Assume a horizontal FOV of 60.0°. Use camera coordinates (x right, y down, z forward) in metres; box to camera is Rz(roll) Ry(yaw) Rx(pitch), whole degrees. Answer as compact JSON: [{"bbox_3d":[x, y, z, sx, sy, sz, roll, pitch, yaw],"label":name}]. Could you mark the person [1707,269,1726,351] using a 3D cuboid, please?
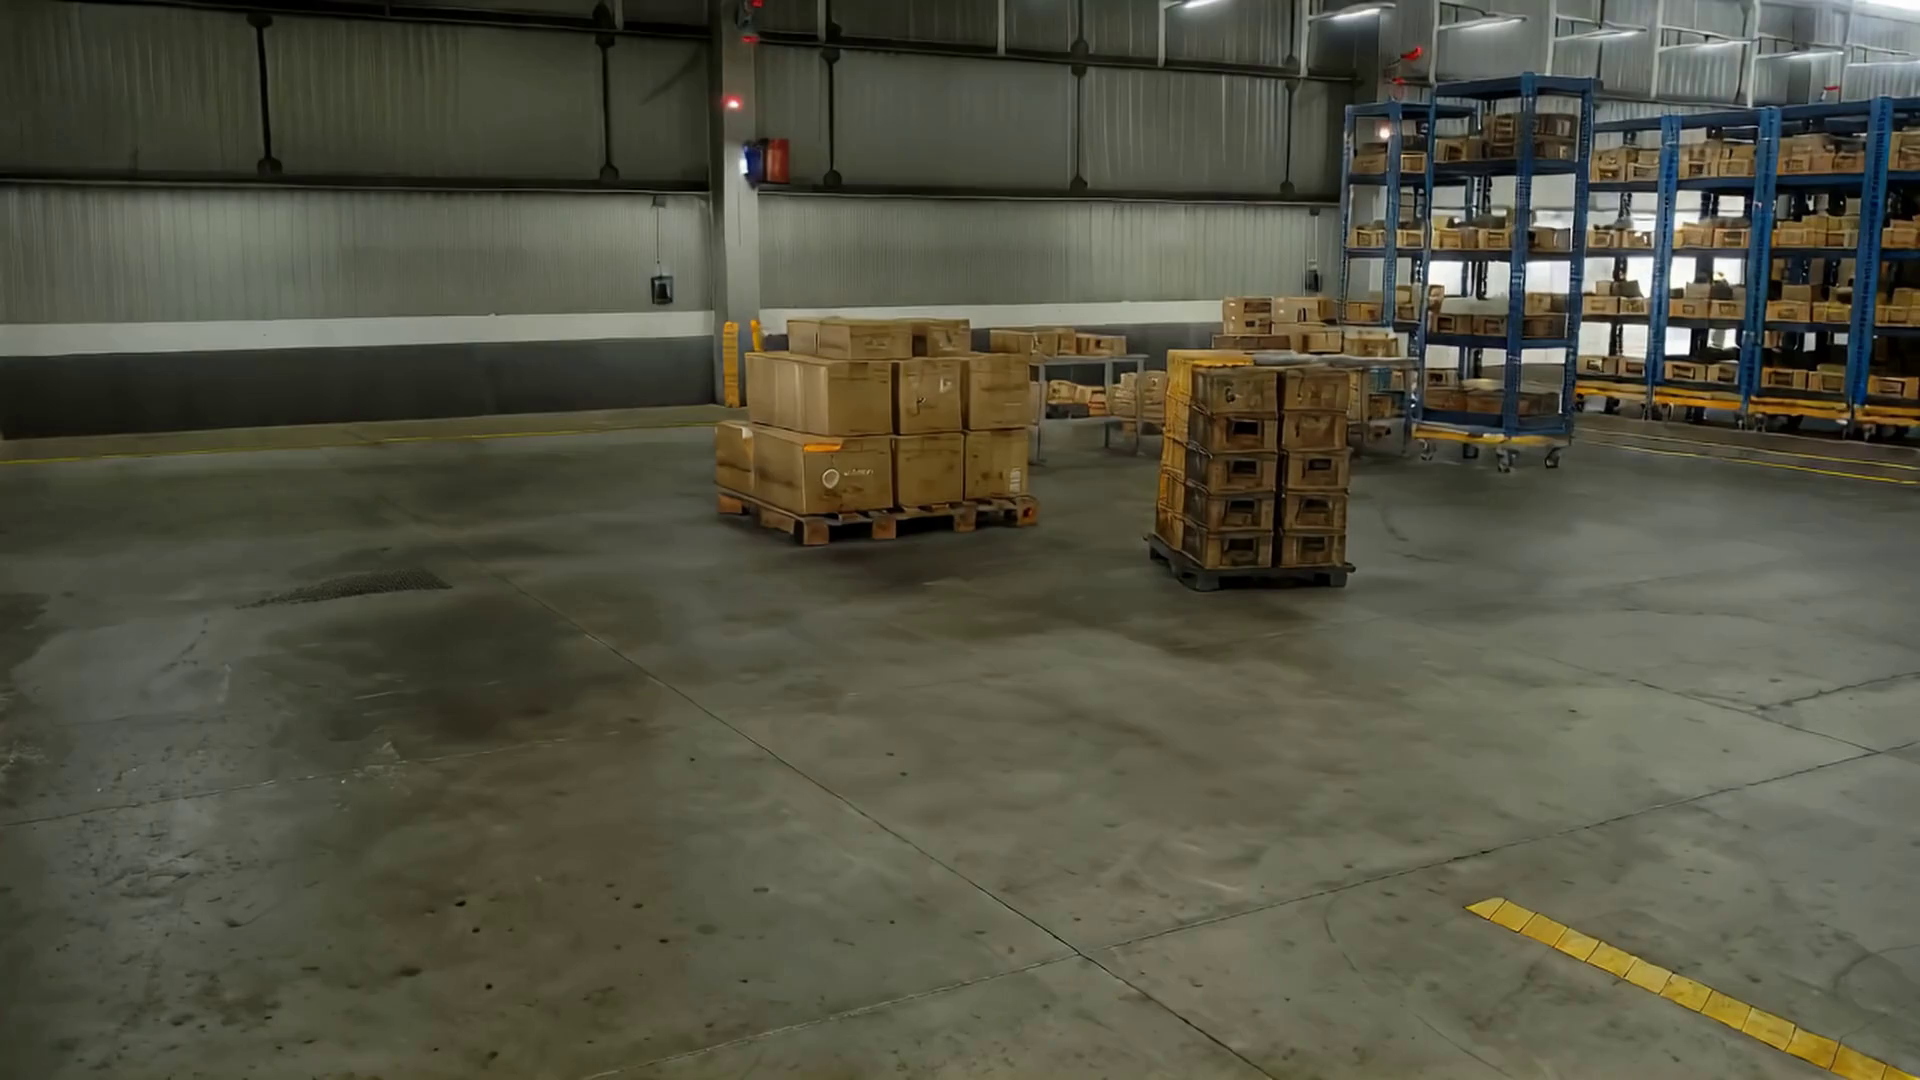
[{"bbox_3d":[11.337,-3.207,25.062,0.563,1.742,0.359,-8,13,-40],"label":"person"}]
